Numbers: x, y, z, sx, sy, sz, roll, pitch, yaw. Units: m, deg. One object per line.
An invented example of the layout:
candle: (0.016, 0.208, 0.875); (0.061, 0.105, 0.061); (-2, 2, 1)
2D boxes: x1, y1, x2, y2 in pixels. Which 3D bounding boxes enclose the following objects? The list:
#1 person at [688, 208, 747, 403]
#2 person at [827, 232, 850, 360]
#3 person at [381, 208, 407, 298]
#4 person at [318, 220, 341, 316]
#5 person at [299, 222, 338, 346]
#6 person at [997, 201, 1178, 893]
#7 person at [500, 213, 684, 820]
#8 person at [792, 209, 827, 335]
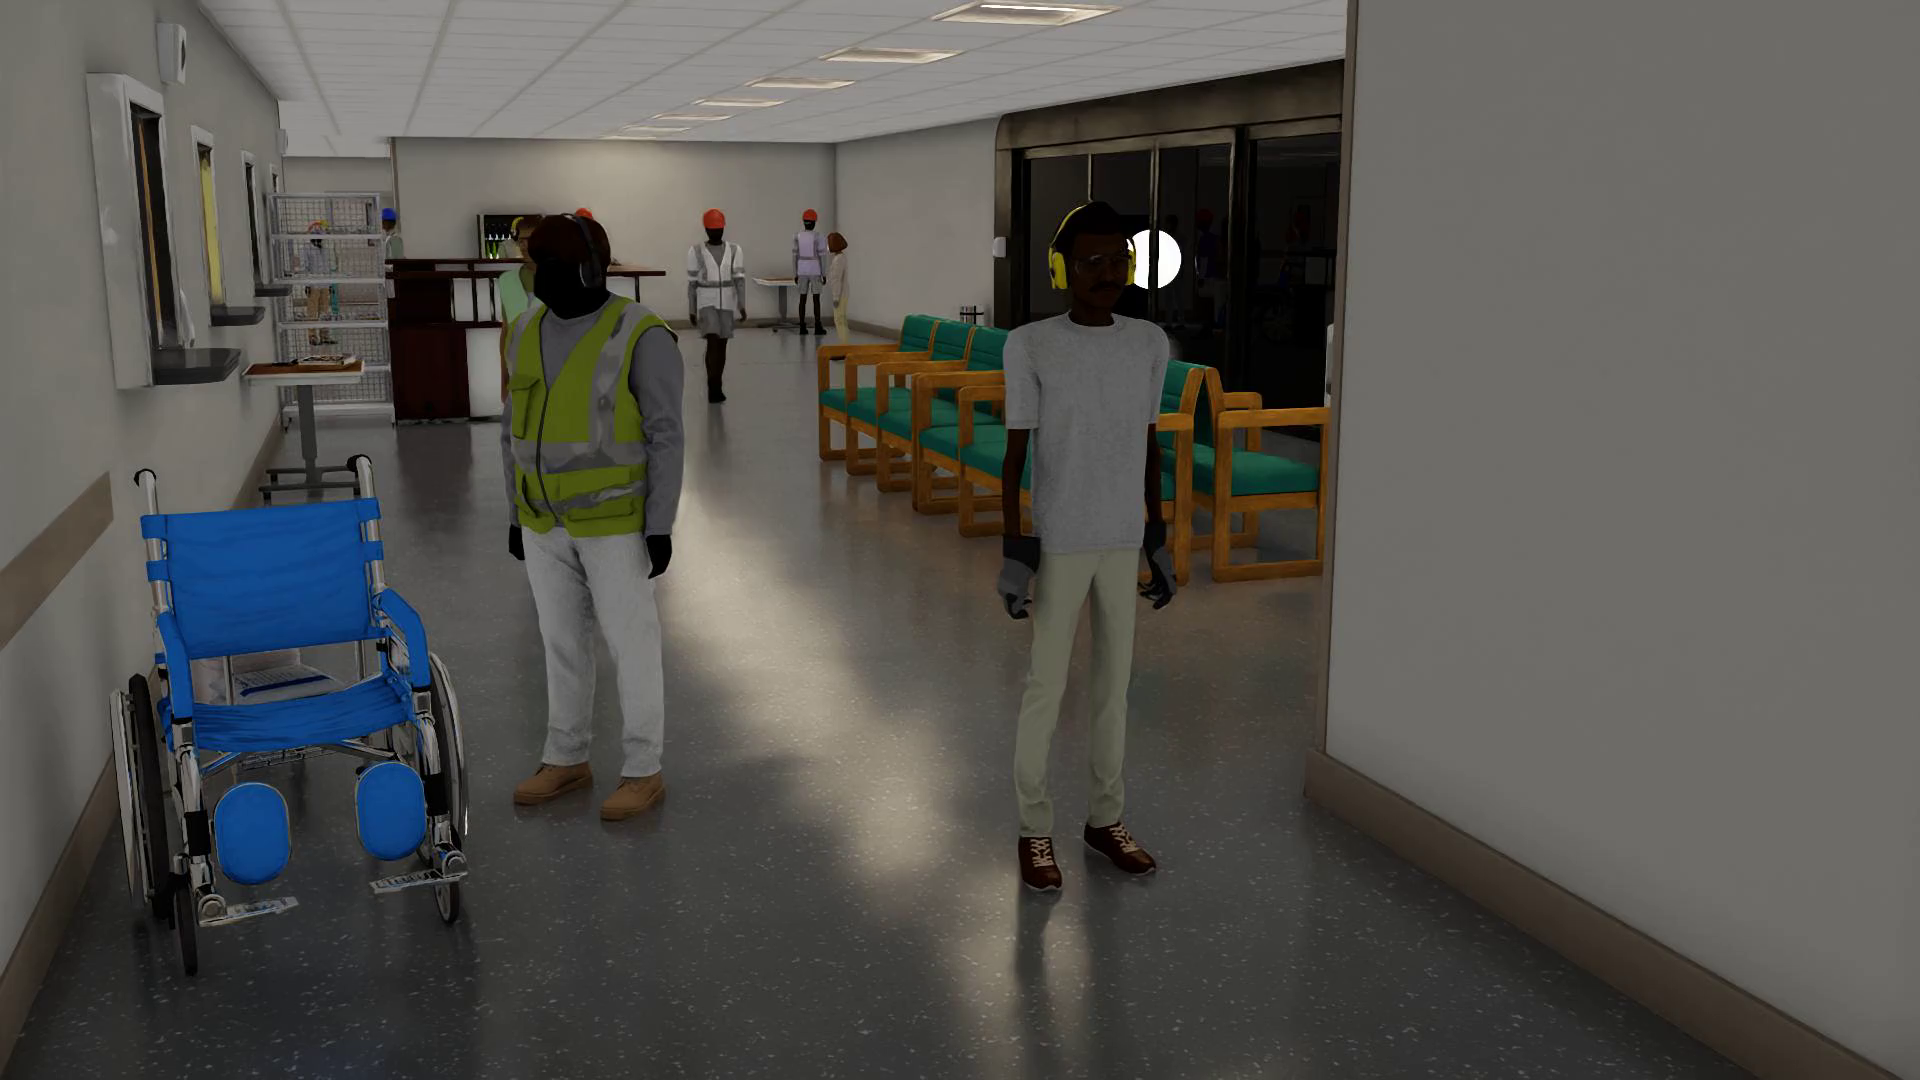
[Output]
person: (-2.373, -2.304, 16.427); (0.543, 1.905, 0.737); (-5, 12, -24)
person: (-1.550, -3.101, 21.237); (0.285, 1.627, 0.504); (1, 11, 3)
person: (-8.252, -3.836, 24.215); (0.412, 1.937, 0.629); (-6, 12, -27)
person: (-11.359, -4.842, 29.801); (0.535, 1.767, 0.315); (-6, 13, -29)
person: (-9.157, -3.654, 23.753); (0.334, 1.743, 0.560); (4, 12, 19)
person: (0.358, 0.024, 4.558); (0.538, 1.869, 0.312); (-5, 12, -23)
person: (-1.143, -0.062, 5.082); (0.633, 1.839, 0.429); (5, 12, 25)
person: (-2.323, -4.151, 25.808); (0.551, 1.937, 0.357); (3, 11, 14)
